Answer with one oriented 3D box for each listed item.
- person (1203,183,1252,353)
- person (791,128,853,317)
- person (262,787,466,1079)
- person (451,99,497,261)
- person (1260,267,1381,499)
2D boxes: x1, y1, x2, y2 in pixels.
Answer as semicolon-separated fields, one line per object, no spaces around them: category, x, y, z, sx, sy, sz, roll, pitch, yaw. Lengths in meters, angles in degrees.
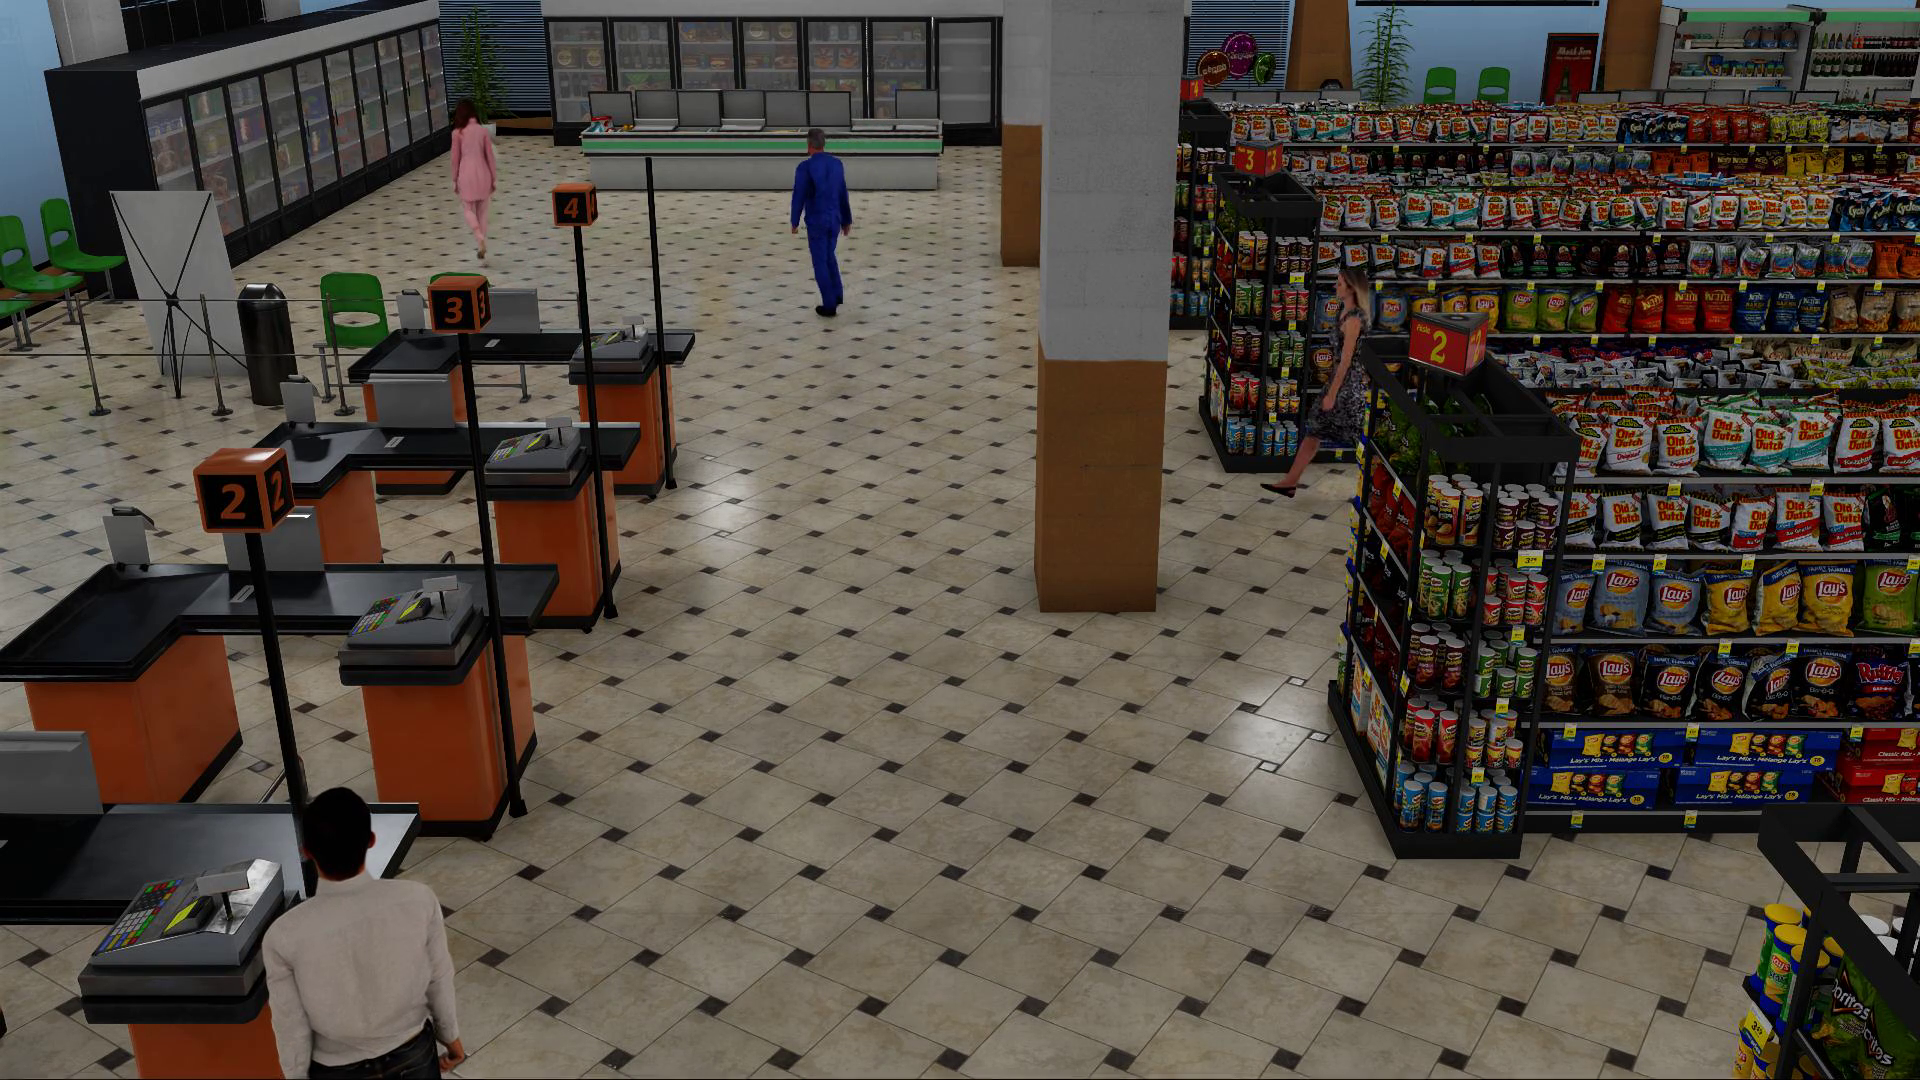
person;2.575;-2.433;15.025;0.900;1.544;0.576;-1;22;-3
person;-1.288;-3.079;16.288;0.861;1.800;0.932;-18;28;-38
person;-1.689;1.530;4.803;0.688;1.811;0.808;-13;25;-29
person;-5.405;-3.977;18.544;0.888;1.785;0.903;-11;24;-25
person;2.712;-0.973;11.245;1.157;1.652;0.692;3;22;7
